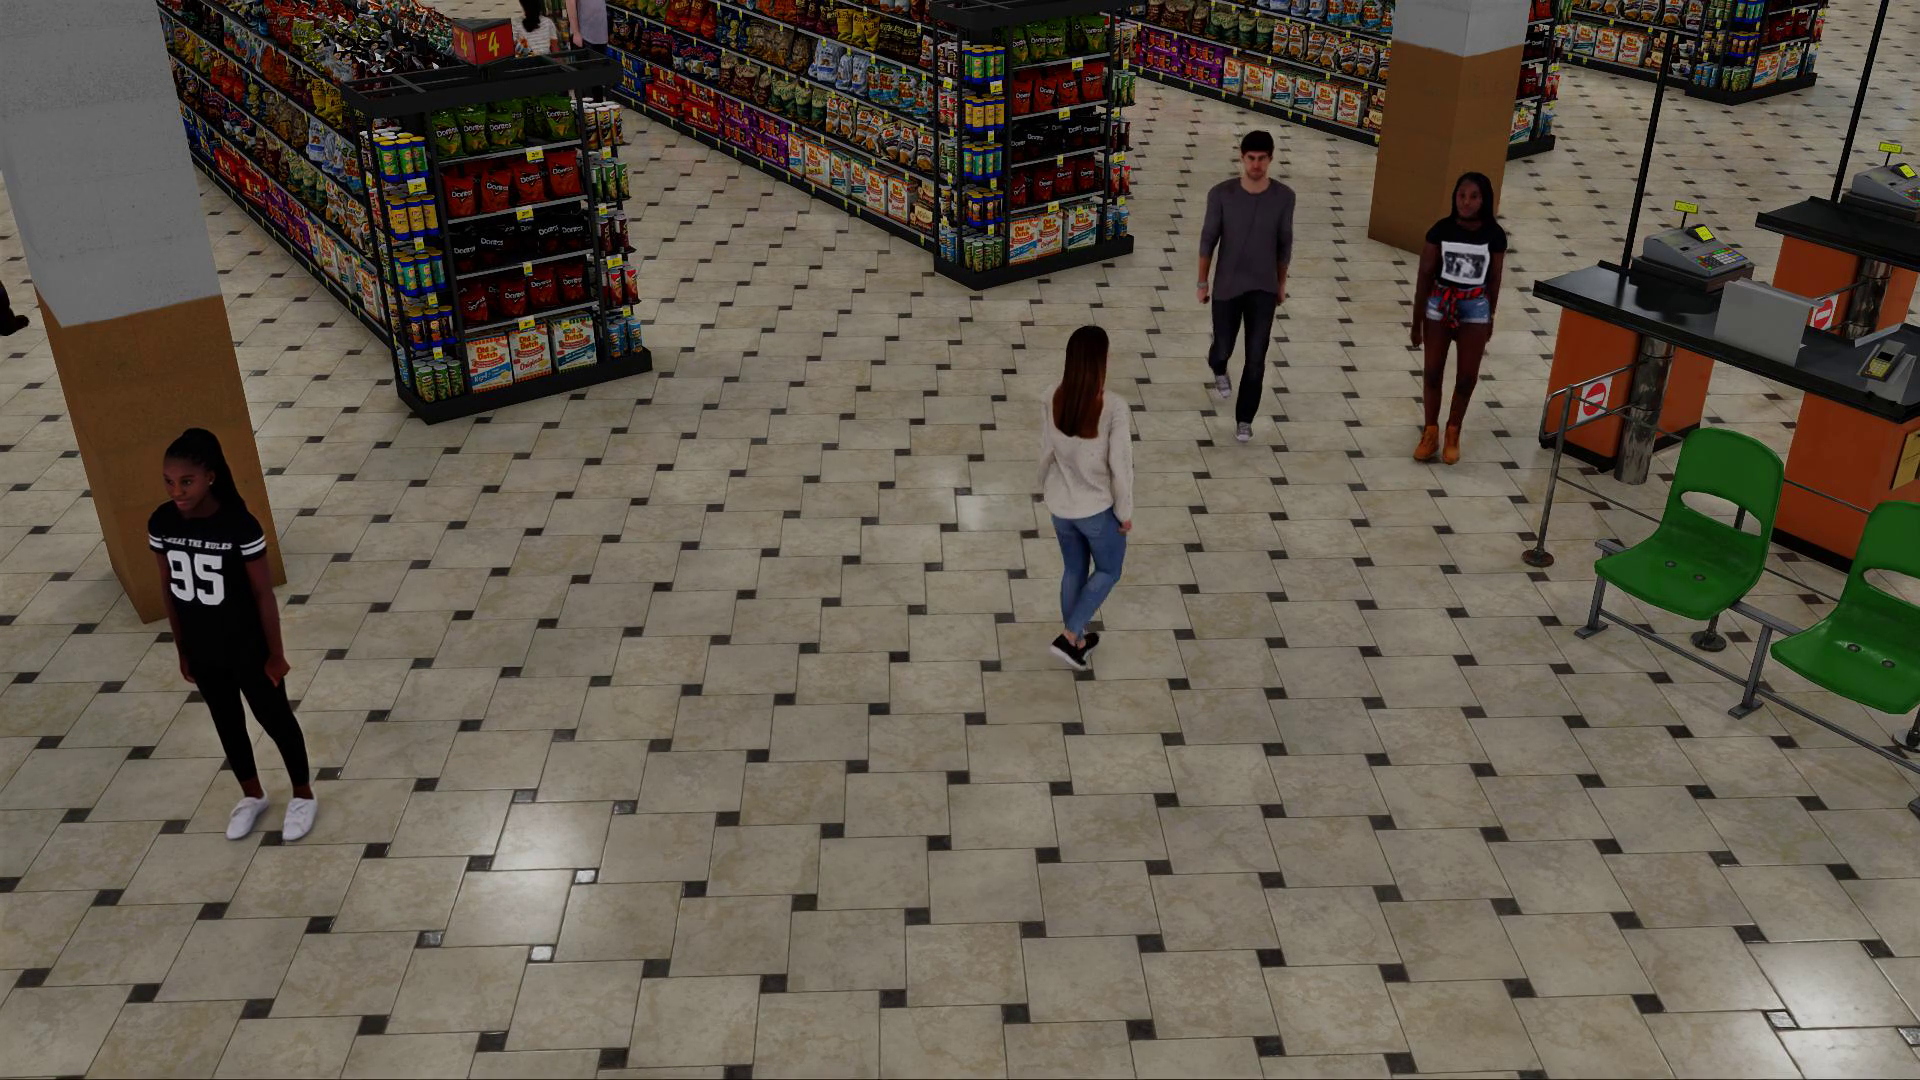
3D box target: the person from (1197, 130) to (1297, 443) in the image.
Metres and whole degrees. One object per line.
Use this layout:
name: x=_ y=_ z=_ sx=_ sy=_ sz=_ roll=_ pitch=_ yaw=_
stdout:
person: x=1.685 y=-1.534 z=9.843 sx=1.052 sy=1.823 sz=1.140 roll=2 pitch=29 yaw=4

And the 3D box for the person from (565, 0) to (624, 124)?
person: x=-3.571 y=-4.888 z=15.972 sx=0.785 sy=1.838 sz=0.758 roll=9 pitch=30 yaw=16

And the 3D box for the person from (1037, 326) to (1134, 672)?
person: x=0.527 y=-0.121 z=7.403 sx=0.791 sy=1.681 sz=0.819 roll=19 pitch=34 yaw=31

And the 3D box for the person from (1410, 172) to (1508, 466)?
person: x=2.830 y=-1.267 z=9.473 sx=0.702 sy=1.710 sz=0.783 roll=12 pitch=31 yaw=21

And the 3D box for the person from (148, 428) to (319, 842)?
person: x=-2.812 y=0.391 z=6.417 sx=0.692 sy=1.729 sz=0.747 roll=4 pitch=29 yaw=7

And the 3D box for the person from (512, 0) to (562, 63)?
person: x=-3.667 y=-3.964 z=14.540 sx=0.677 sy=1.590 sz=1.137 roll=-14 pitch=32 yaw=-24
